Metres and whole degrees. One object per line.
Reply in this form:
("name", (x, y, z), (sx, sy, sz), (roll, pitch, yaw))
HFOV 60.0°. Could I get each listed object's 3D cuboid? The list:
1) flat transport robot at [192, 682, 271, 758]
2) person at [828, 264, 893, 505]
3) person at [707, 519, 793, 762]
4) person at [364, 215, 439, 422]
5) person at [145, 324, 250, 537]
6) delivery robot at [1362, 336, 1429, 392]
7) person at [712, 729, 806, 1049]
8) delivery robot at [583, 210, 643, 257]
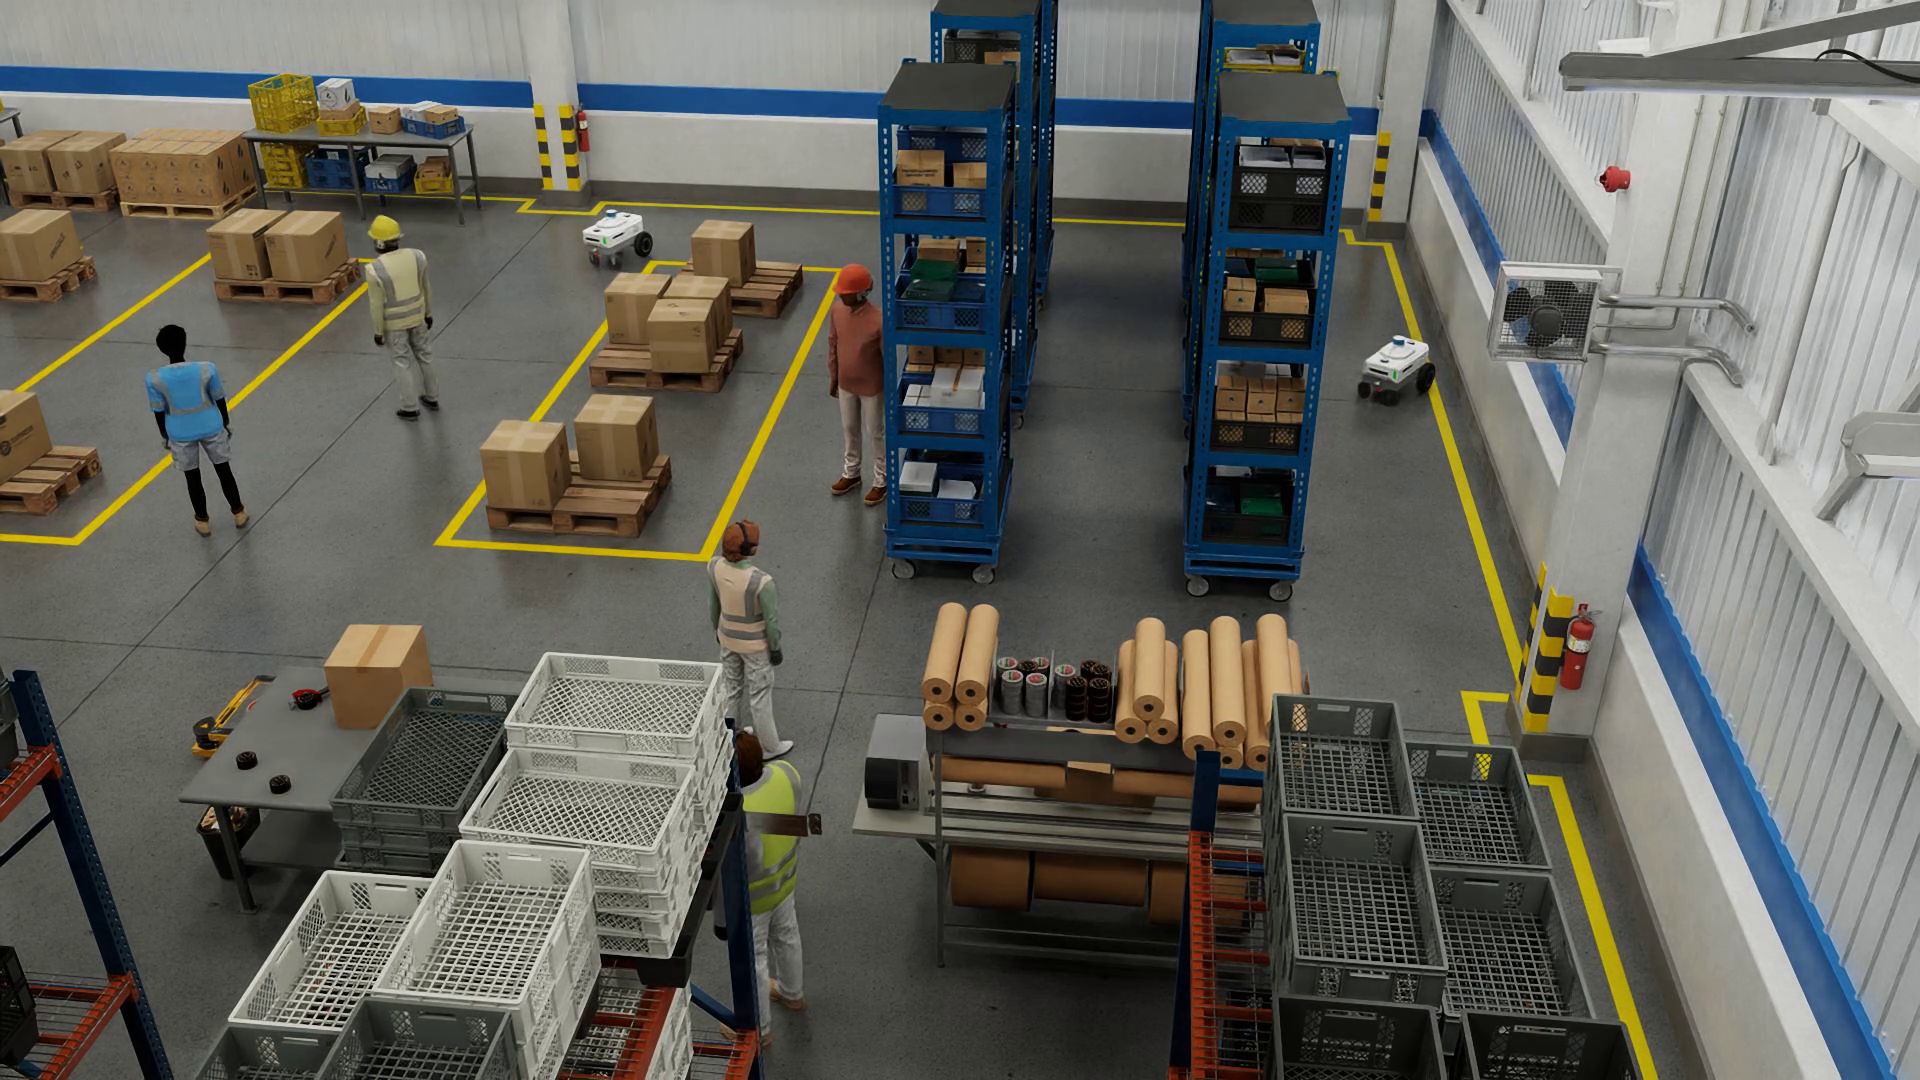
("flat transport robot", (-4.089, 1.163, 10.648), (1.431, 0.197, 0.652), (3, 30, 6))
("person", (-0.785, -1.225, 13.053), (0.622, 1.988, 0.389), (19, 35, 29))
("person", (-1.312, 0.624, 10.226), (0.515, 1.636, 0.314), (18, 35, 29))
("person", (-4.832, -1.919, 14.411), (0.426, 1.832, 0.608), (22, 37, 32))
("person", (-5.820, -0.832, 12.668), (0.539, 1.694, 0.318), (-15, 33, -24))
("delivery robot", (3.940, -1.606, 15.034), (0.477, 0.478, 0.707), (22, 37, 33))
("person", (-1.019, 1.700, 8.190), (0.430, 1.837, 0.629), (16, 34, 26))
("delivery robot", (-3.753, -3.329, 17.994), (0.477, 0.478, 0.707), (15, 33, 24))
